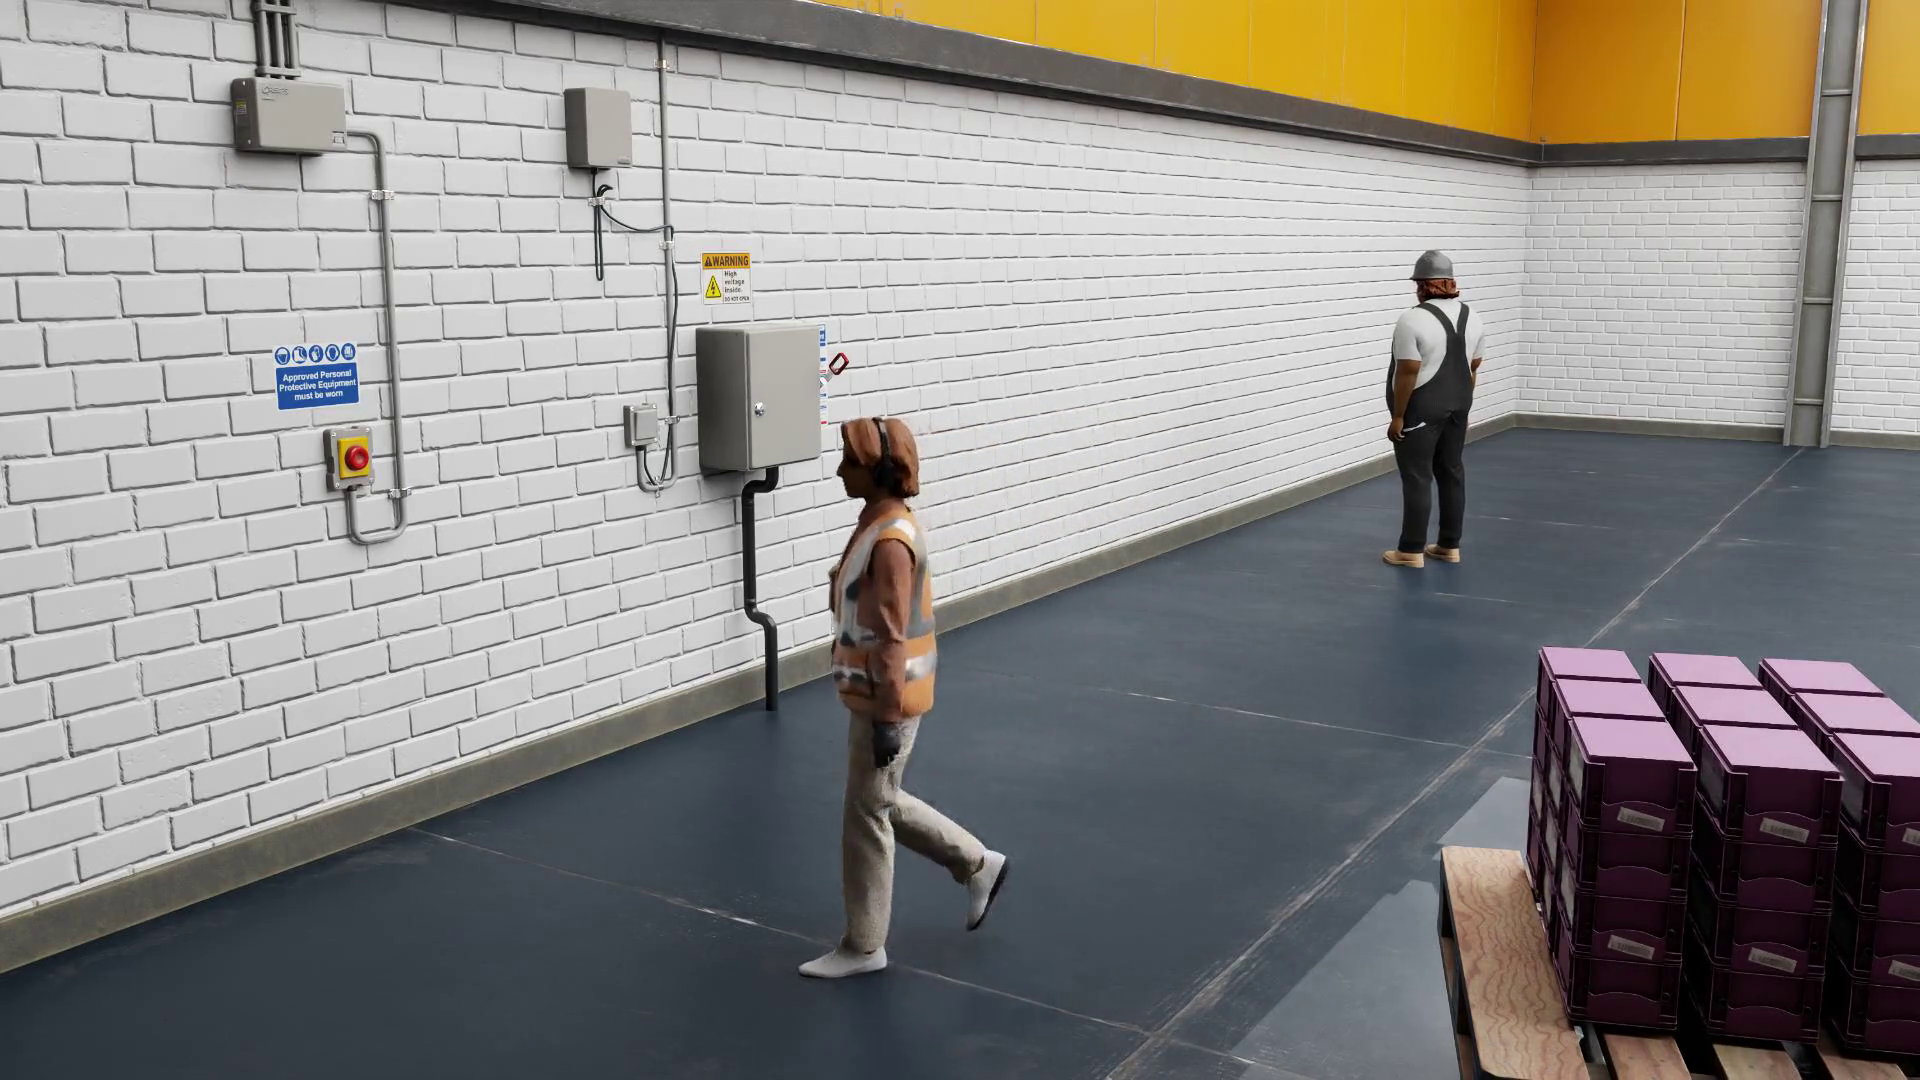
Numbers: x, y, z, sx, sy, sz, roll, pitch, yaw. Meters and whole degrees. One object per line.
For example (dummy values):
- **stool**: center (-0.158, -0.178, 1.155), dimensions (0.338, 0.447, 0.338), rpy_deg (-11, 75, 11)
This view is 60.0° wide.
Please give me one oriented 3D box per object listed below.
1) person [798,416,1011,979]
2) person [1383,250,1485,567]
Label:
- **person**: center (-0.159, 0.453, 4.723), dimensions (0.568, 1.621, 0.520), rpy_deg (-2, 10, -9)
- **person**: center (3.011, -0.851, 10.785), dimensions (0.684, 2.000, 0.535), rpy_deg (-5, 12, -27)
